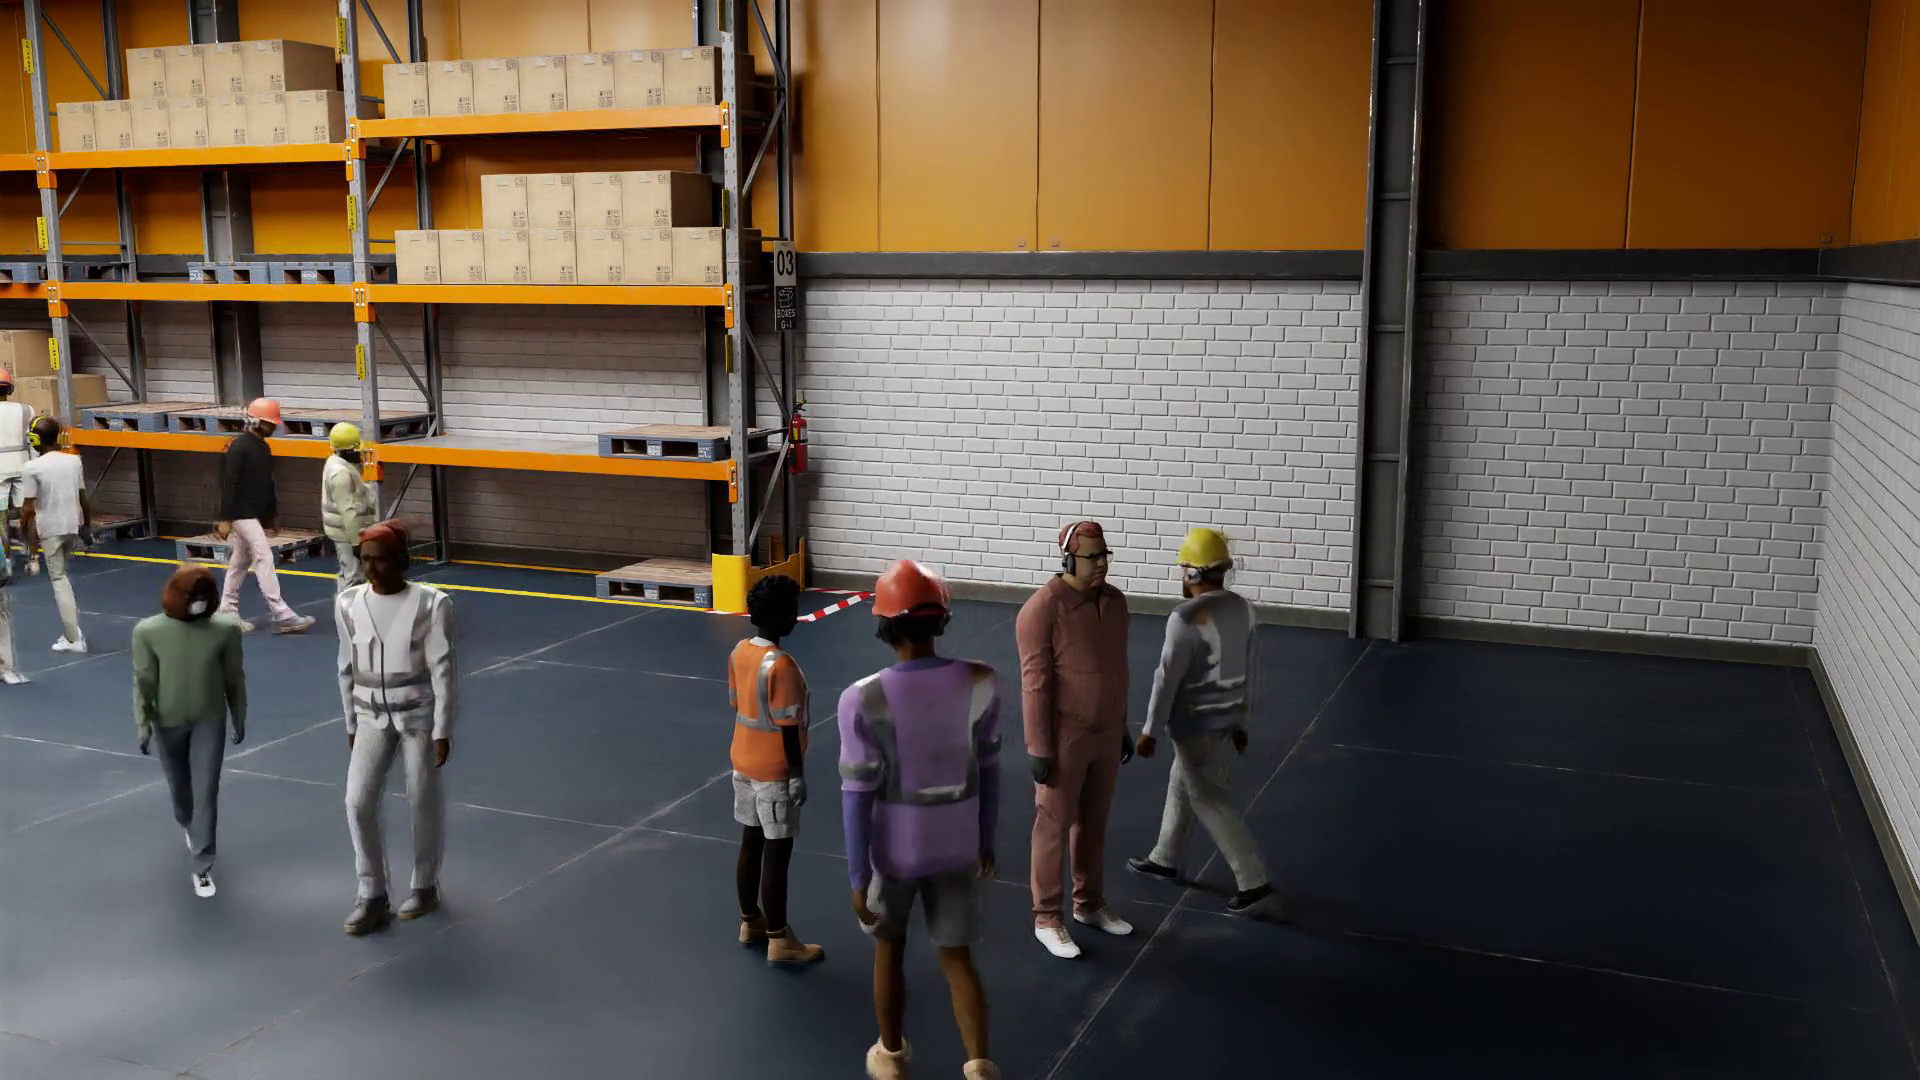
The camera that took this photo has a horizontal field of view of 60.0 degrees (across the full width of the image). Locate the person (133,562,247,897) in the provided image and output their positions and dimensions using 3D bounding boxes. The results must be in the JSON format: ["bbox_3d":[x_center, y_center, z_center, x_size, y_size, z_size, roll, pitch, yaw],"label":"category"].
[{"bbox_3d":[-3.784,0.872,8.200,0.504,1.603,0.808,-4,10,-24],"label":"person"}]

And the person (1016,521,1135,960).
[{"bbox_3d":[0.543,0.860,7.336,0.408,1.908,0.643,9,13,44],"label":"person"}]

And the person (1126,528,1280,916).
[{"bbox_3d":[1.167,0.841,7.817,0.894,1.798,0.597,8,12,39],"label":"person"}]

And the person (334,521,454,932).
[{"bbox_3d":[-2.571,0.853,7.520,0.580,1.866,0.649,1,9,3],"label":"person"}]

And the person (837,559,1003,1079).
[{"bbox_3d":[-0.113,1.072,5.741,0.608,2.015,0.884,-3,10,-17],"label":"person"}]

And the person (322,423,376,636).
[{"bbox_3d":[-4.897,-0.069,13.364,0.403,1.785,0.746,-4,10,-22],"label":"person"}]

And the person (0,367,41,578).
[{"bbox_3d":[-9.217,-0.649,16.068,0.375,2.044,0.604,8,12,38],"label":"person"}]

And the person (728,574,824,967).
[{"bbox_3d":[-0.815,0.987,7.210,0.321,1.693,0.530,-6,11,-31],"label":"person"}]

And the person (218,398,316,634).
[{"bbox_3d":[-5.709,-0.188,13.626,0.939,1.927,0.667,-1,9,-5],"label":"person"}]

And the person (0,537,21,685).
[{"bbox_3d":[-7.048,0.245,11.951,0.632,1.611,0.326,4,10,23],"label":"person"}]

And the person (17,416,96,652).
[{"bbox_3d":[-7.069,-0.040,12.940,0.527,1.852,0.563,4,10,22],"label":"person"}]
